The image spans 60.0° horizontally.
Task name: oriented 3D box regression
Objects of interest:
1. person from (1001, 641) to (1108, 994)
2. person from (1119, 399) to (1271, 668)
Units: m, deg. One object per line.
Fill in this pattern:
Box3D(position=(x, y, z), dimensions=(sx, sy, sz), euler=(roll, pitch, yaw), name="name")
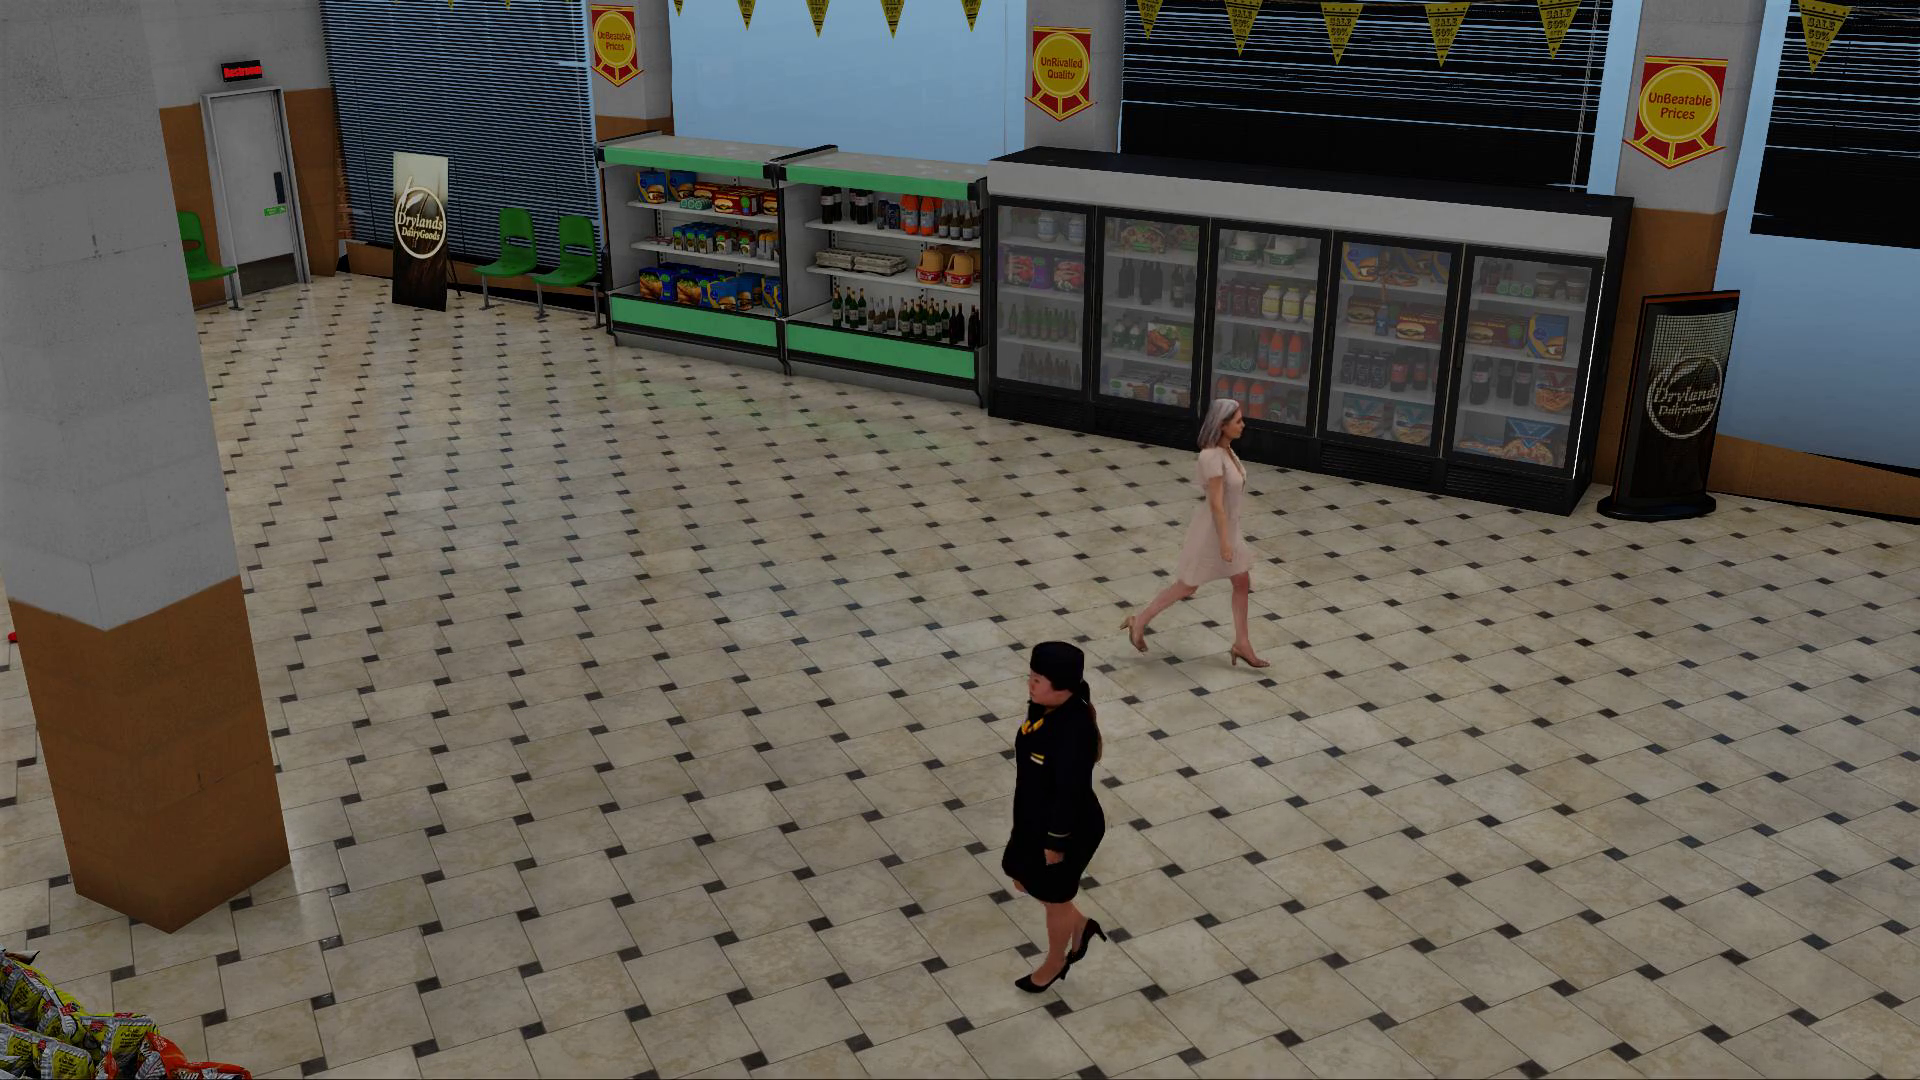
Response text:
Box3D(position=(0.480, 1.200, 7.090), dimensions=(0.915, 1.665, 0.860), euler=(-5, 22, -11), name="person")
Box3D(position=(1.431, 0.003, 10.030), dimensions=(1.204, 1.696, 0.752), euler=(8, 23, 19), name="person")
